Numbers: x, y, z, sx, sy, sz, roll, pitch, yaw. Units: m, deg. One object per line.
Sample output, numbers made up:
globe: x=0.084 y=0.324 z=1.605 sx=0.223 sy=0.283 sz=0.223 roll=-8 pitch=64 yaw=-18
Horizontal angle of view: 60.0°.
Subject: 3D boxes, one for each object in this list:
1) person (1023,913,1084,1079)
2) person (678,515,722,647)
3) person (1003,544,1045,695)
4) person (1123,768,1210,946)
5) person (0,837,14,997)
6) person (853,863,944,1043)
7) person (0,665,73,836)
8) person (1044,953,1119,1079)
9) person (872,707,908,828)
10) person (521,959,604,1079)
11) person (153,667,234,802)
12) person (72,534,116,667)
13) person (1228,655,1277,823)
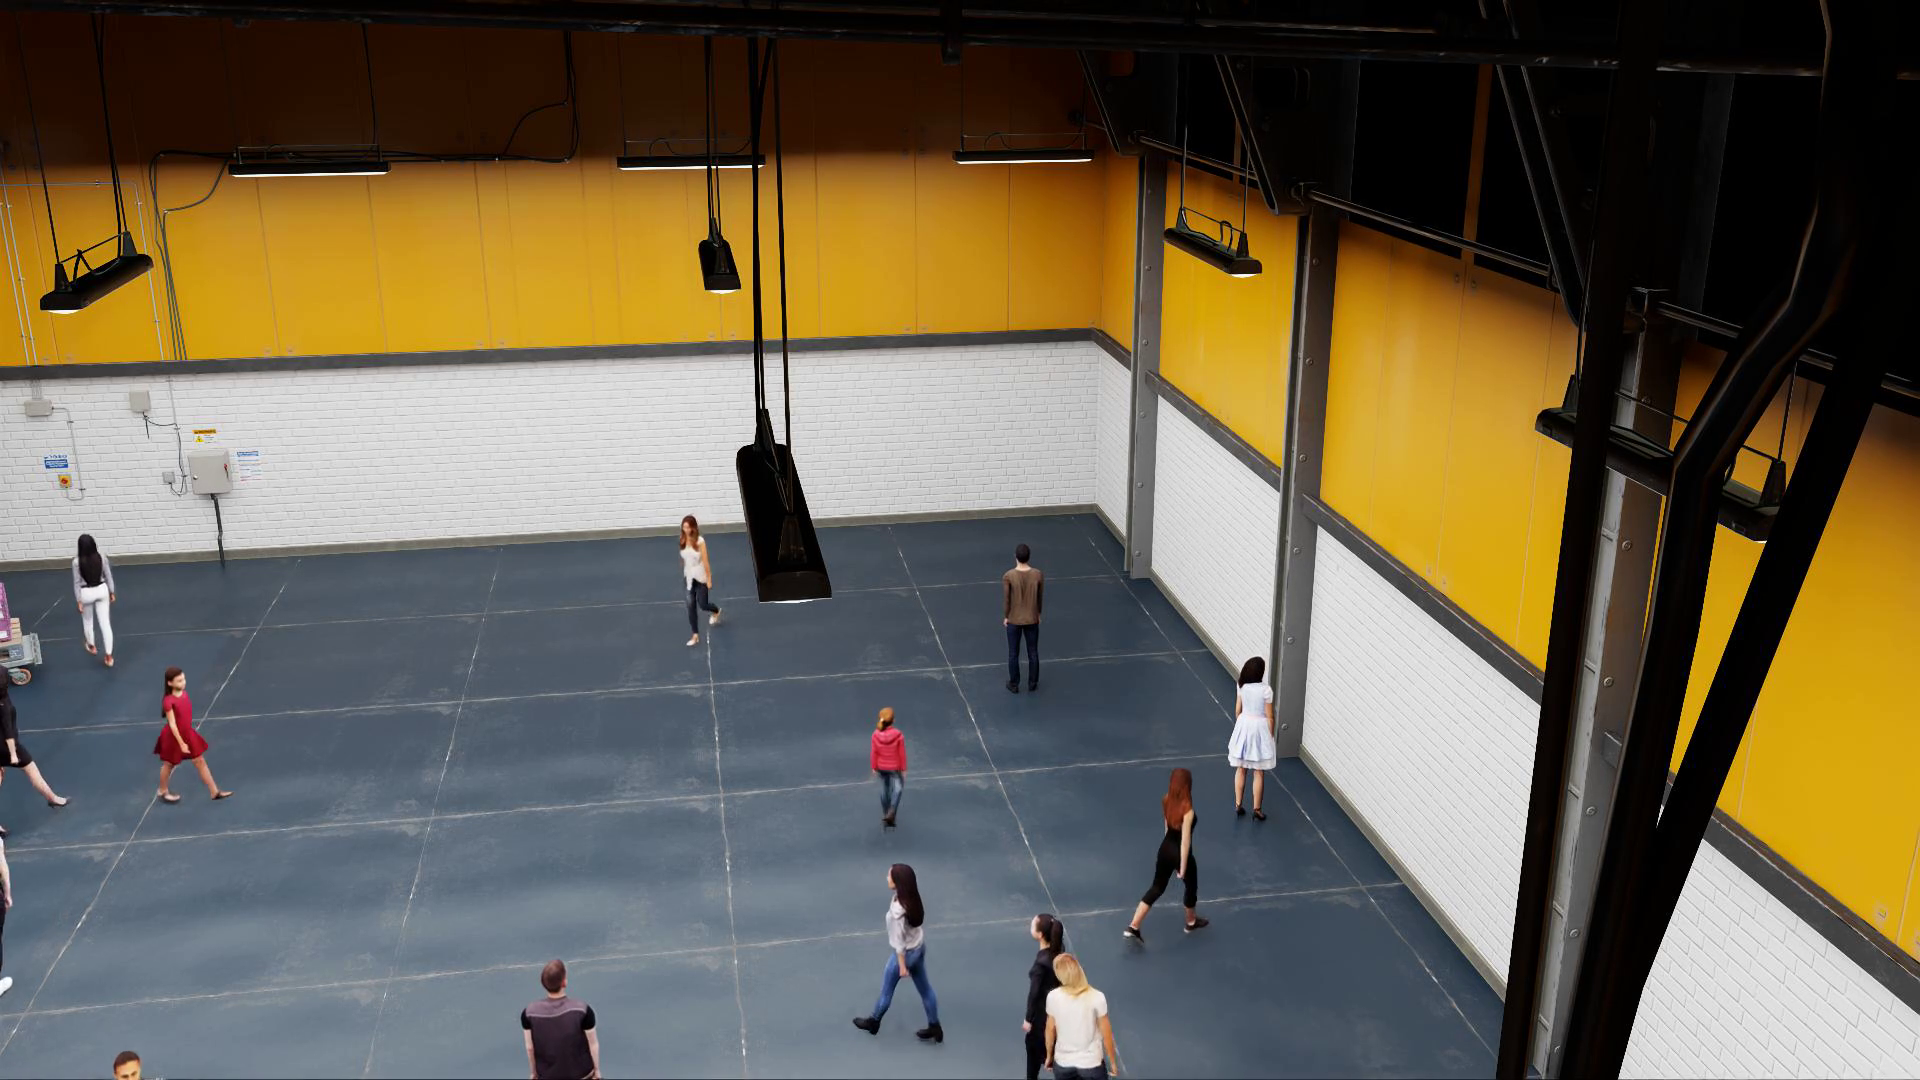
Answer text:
person: x=0.726 y=3.619 z=12.531 sx=0.940 sy=1.686 sz=1.017 roll=7 pitch=20 yaw=19
person: x=-3.404 y=0.482 z=21.750 sx=0.940 sy=1.747 sz=1.097 roll=8 pitch=20 yaw=22
person: x=0.763 y=0.943 z=20.162 sx=0.638 sy=1.889 sz=0.553 roll=-3 pitch=19 yaw=-10
person: x=1.833 y=2.857 z=14.799 sx=0.958 sy=1.683 sz=1.183 roll=-12 pitch=22 yaw=-33
person: x=-8.311 y=3.068 z=14.107 sx=0.595 sy=1.726 sz=0.619 roll=-3 pitch=19 yaw=-10
person: x=-0.338 y=3.365 z=13.439 sx=0.987 sy=1.589 sz=1.026 roll=7 pitch=20 yaw=21
person: x=-9.679 y=2.169 z=16.714 sx=1.041 sy=1.765 sz=1.161 roll=10 pitch=21 yaw=27
person: x=0.892 y=3.787 z=11.884 sx=0.885 sy=1.781 sz=0.797 roll=11 pitch=21 yaw=29
person: x=-0.730 y=2.343 z=16.910 sx=0.652 sy=1.311 sz=0.750 roll=4 pitch=19 yaw=13
person: x=-2.802 y=3.792 z=11.774 sx=0.730 sy=1.841 sz=0.658 roll=1 pitch=19 yaw=2
person: x=-8.240 y=2.070 z=17.406 sx=0.864 sy=1.510 sz=1.074 roll=4 pitch=19 yaw=11
person: x=-10.886 y=0.777 z=20.960 sx=0.928 sy=1.693 sz=1.130 roll=-14 pitch=23 yaw=-35
person: x=3.007 y=2.027 z=17.046 sx=0.858 sy=1.822 sz=0.918 roll=13 pitch=22 yaw=33
